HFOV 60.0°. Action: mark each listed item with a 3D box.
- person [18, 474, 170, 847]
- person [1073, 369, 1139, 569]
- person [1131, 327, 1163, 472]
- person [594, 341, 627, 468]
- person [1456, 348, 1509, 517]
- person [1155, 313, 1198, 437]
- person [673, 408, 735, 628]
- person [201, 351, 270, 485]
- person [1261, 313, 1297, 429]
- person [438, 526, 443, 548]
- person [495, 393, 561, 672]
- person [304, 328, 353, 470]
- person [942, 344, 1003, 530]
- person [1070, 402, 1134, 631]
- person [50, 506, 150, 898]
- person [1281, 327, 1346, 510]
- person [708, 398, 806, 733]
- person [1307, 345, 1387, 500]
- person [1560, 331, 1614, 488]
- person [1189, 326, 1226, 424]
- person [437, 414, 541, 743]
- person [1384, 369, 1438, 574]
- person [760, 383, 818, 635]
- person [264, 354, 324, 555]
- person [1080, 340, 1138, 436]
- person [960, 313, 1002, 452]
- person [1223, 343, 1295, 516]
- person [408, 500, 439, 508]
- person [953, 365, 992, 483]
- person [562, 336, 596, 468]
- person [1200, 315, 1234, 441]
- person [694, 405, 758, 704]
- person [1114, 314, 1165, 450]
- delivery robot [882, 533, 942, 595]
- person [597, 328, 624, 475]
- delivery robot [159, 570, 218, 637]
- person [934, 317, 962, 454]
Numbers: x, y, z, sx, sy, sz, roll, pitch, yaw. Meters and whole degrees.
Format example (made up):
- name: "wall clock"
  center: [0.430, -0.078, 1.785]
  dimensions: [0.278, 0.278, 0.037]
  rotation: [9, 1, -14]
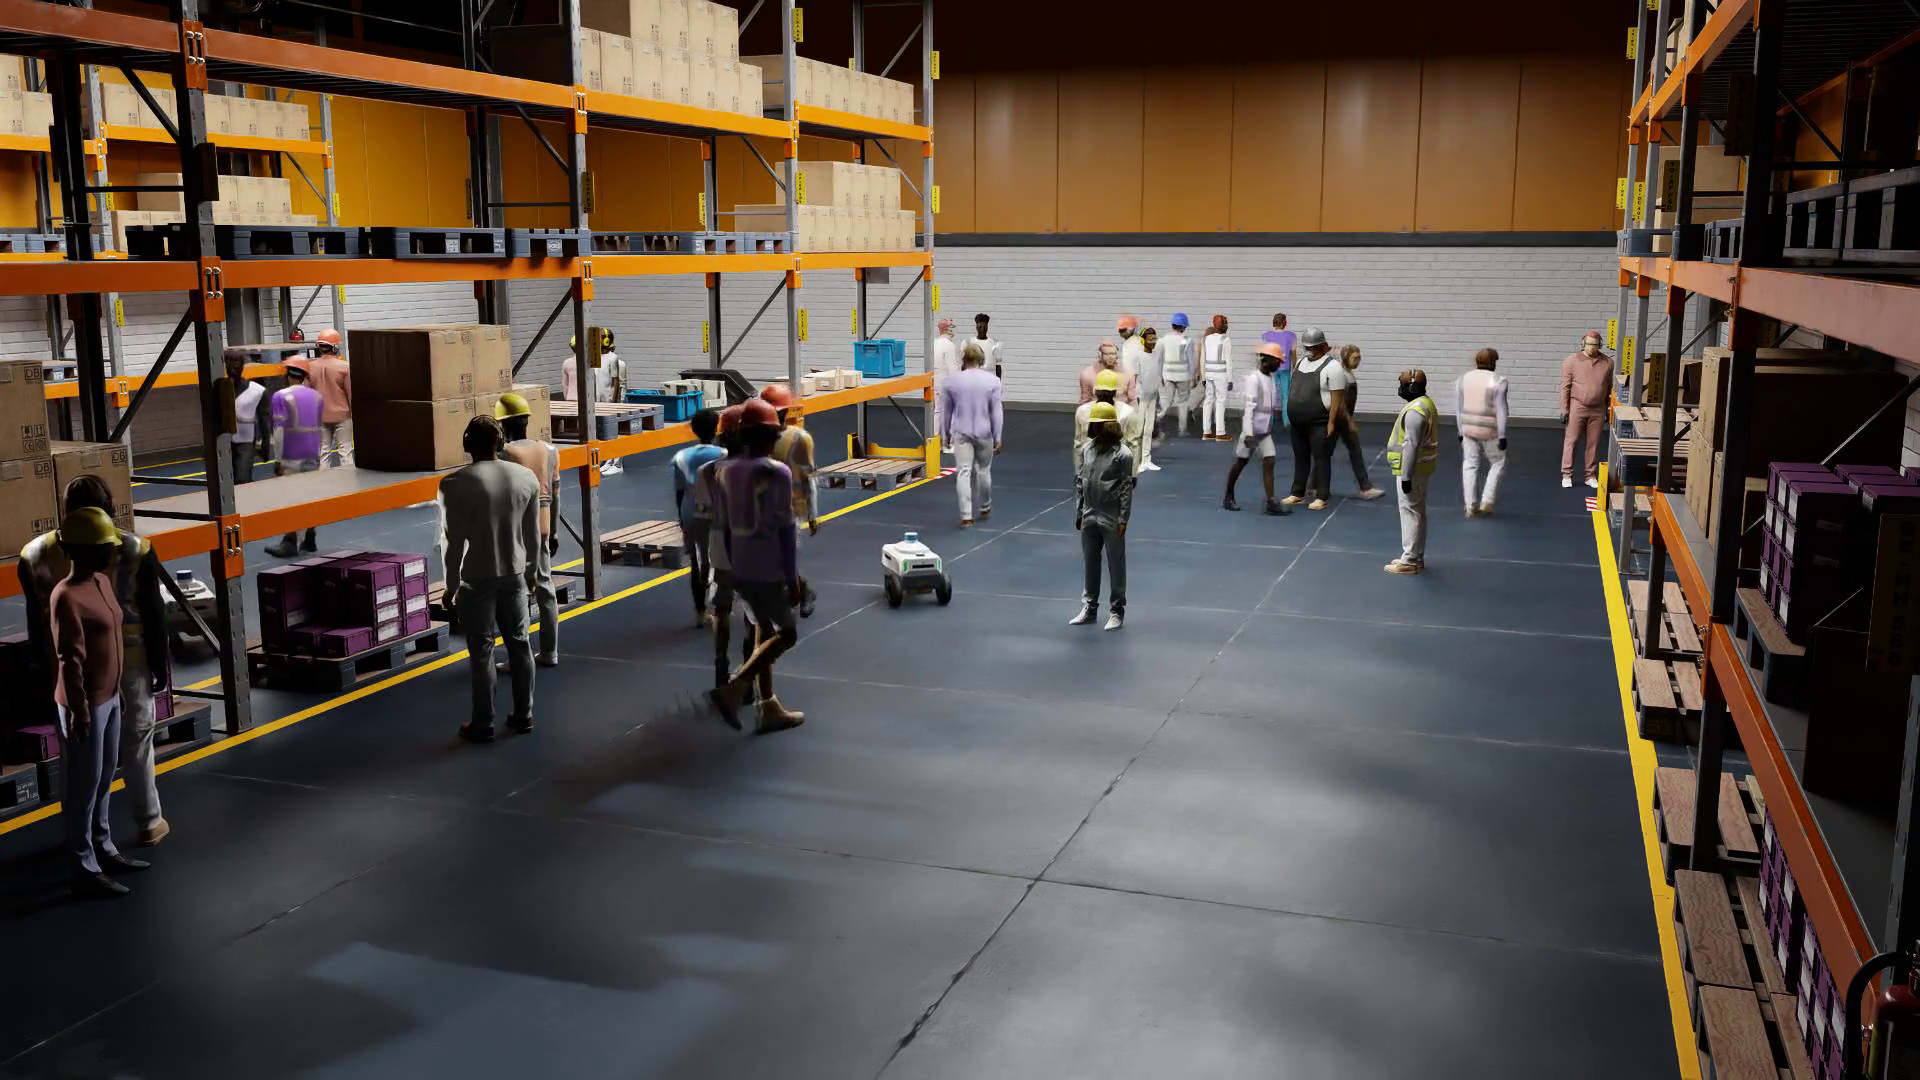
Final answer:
- name: "person"
  center: [-4.160, 0.596, 8.066]
  dimensions: [0.622, 1.835, 0.430]
  rotation: [-2, 10, -13]
- name: "person"
  center: [1.329, -0.662, 15.210]
  dimensions: [0.605, 1.811, 0.731]
  rotation: [3, 10, 14]
- name: "person"
  center: [2.416, -1.813, 21.513]
  dimensions: [0.532, 1.868, 0.310]
  rotation: [-8, 13, -39]
- name: "person"
  center: [-4.597, -1.799, 21.719]
  dimensions: [0.525, 1.772, 0.305]
  rotation: [3, 10, 15]
- name: "person"
  center: [5.640, -1.149, 17.877]
  dimensions: [0.521, 1.829, 0.653]
  rotation: [-8, 13, -39]
- name: "person"
  center: [3.266, -2.481, 25.169]
  dimensions: [0.631, 1.912, 0.696]
  rotation: [7, 12, 35]
- name: "person"
  center: [-1.923, -0.174, 12.785]
  dimensions: [0.556, 1.679, 0.459]
  rotation: [2, 10, 11]
- name: "person"
  center: [-7.321, -0.993, 16.904]
  dimensions: [0.596, 1.875, 0.993]
  rotation: [0, 10, -3]
- name: "person"
  center: [5.074, -2.684, 26.503]
  dimensions: [0.563, 1.838, 0.391]
  rotation: [2, 10, 11]
- name: "person"
  center: [-4.730, -0.716, 16.120]
  dimensions: [0.527, 1.593, 0.884]
  rotation: [6, 12, 31]
- name: "person"
  center: [-2.999, -0.044, 11.392]
  dimensions: [0.372, 1.924, 0.587]
  rotation: [8, 13, 39]
- name: "person"
  center: [-7.031, -1.372, 18.670]
  dimensions: [0.611, 1.996, 0.378]
  rotation: [1, 10, 3]
- name: "person"
  center: [0.139, -1.098, 17.413]
  dimensions: [0.660, 1.889, 0.990]
  rotation: [1, 10, 7]
- name: "person"
  center: [1.084, -0.184, 12.697]
  dimensions: [0.487, 1.744, 0.293]
  rotation: [8, 13, 37]
- name: "person"
  center: [-3.902, 0.722, 7.535]
  dimensions: [0.324, 1.765, 0.533]
  rotation: [-2, 10, -9]
- name: "person"
  center: [3.888, -1.361, 18.482]
  dimensions: [0.536, 2.000, 0.675]
  rotation: [-7, 13, -36]
- name: "person"
  center: [-1.235, 0.183, 9.855]
  dimensions: [0.640, 2.019, 0.651]
  rotation: [-10, 14, -43]
- name: "person"
  center: [4.417, -1.342, 19.084]
  dimensions: [0.942, 1.790, 0.496]
  rotation: [9, 13, 40]
- name: "person"
  center: [7.552, -1.563, 20.021]
  dimensions: [0.652, 1.898, 0.402]
  rotation: [0, 10, -2]
- name: "person"
  center: [4.052, -2.670, 27.062]
  dimensions: [0.701, 1.620, 0.531]
  rotation: [-10, 14, -44]
- name: "person"
  center: [-2.772, 0.225, 9.839]
  dimensions: [0.636, 1.939, 0.362]
  rotation: [-9, 14, -43]
- name: "person"
  center: [4.027, -0.610, 14.854]
  dimensions: [0.428, 1.837, 0.625]
  rotation: [5, 11, 25]
- name: "person"
  center: [-1.324, -0.267, 12.742]
  dimensions: [0.563, 1.906, 0.873]
  rotation: [5, 11, 28]
- name: "person"
  center: [-6.354, -0.811, 15.844]
  dimensions: [0.417, 1.884, 0.729]
  rotation: [4, 11, 24]
- name: "person"
  center: [1.675, -1.344, 18.881]
  dimensions: [0.640, 1.870, 0.906]
  rotation: [-2, 10, -10]
- name: "person"
  center: [0.303, -2.225, 23.560]
  dimensions: [0.606, 1.966, 0.367]
  rotation: [-1, 10, -5]
- name: "person"
  center: [3.230, -1.206, 18.122]
  dimensions: [0.933, 1.864, 0.662]
  rotation: [9, 14, 42]
- name: "person"
  center: [-6.033, -1.164, 18.573]
  dimensions: [0.645, 1.625, 0.366]
  rotation: [-10, 14, -43]
- name: "person"
  center: [0.149, -1.482, 20.300]
  dimensions: [0.523, 1.636, 0.310]
  rotation: [4, 11, 23]
- name: "person"
  center: [-4.970, -1.811, 21.790]
  dimensions: [0.523, 1.769, 0.323]
  rotation: [6, 12, 31]
- name: "person"
  center: [3.846, -2.419, 24.883]
  dimensions: [0.337, 1.881, 0.583]
  rotation: [-9, 13, -40]
- name: "person"
  center: [-1.398, 0.099, 10.608]
  dimensions: [0.560, 1.919, 0.404]
  rotation: [0, 10, -2]
- name: "person"
  center: [2.464, -2.160, 23.185]
  dimensions: [0.645, 1.967, 0.656]
  rotation: [-3, 10, -14]
- name: "delivery robot"
  center: [-0.402, 0.183, 13.708]
  dimensions: [0.477, 0.478, 0.707]
  rotation: [-3, 11, -17]
- name: "person"
  center: [-4.501, -1.764, 21.233]
  dimensions: [0.326, 1.874, 0.519]
  rotation: [-6, 11, -28]
- name: "delivery robot"
  center: [-5.637, 0.465, 12.122]
  dimensions: [0.477, 0.478, 0.707]
  rotation: [-6, 12, -30]
- name: "person"
  center: [-0.175, -2.159, 23.343]
  dimensions: [0.409, 1.913, 0.651]
  rotation: [-5, 11, -26]
